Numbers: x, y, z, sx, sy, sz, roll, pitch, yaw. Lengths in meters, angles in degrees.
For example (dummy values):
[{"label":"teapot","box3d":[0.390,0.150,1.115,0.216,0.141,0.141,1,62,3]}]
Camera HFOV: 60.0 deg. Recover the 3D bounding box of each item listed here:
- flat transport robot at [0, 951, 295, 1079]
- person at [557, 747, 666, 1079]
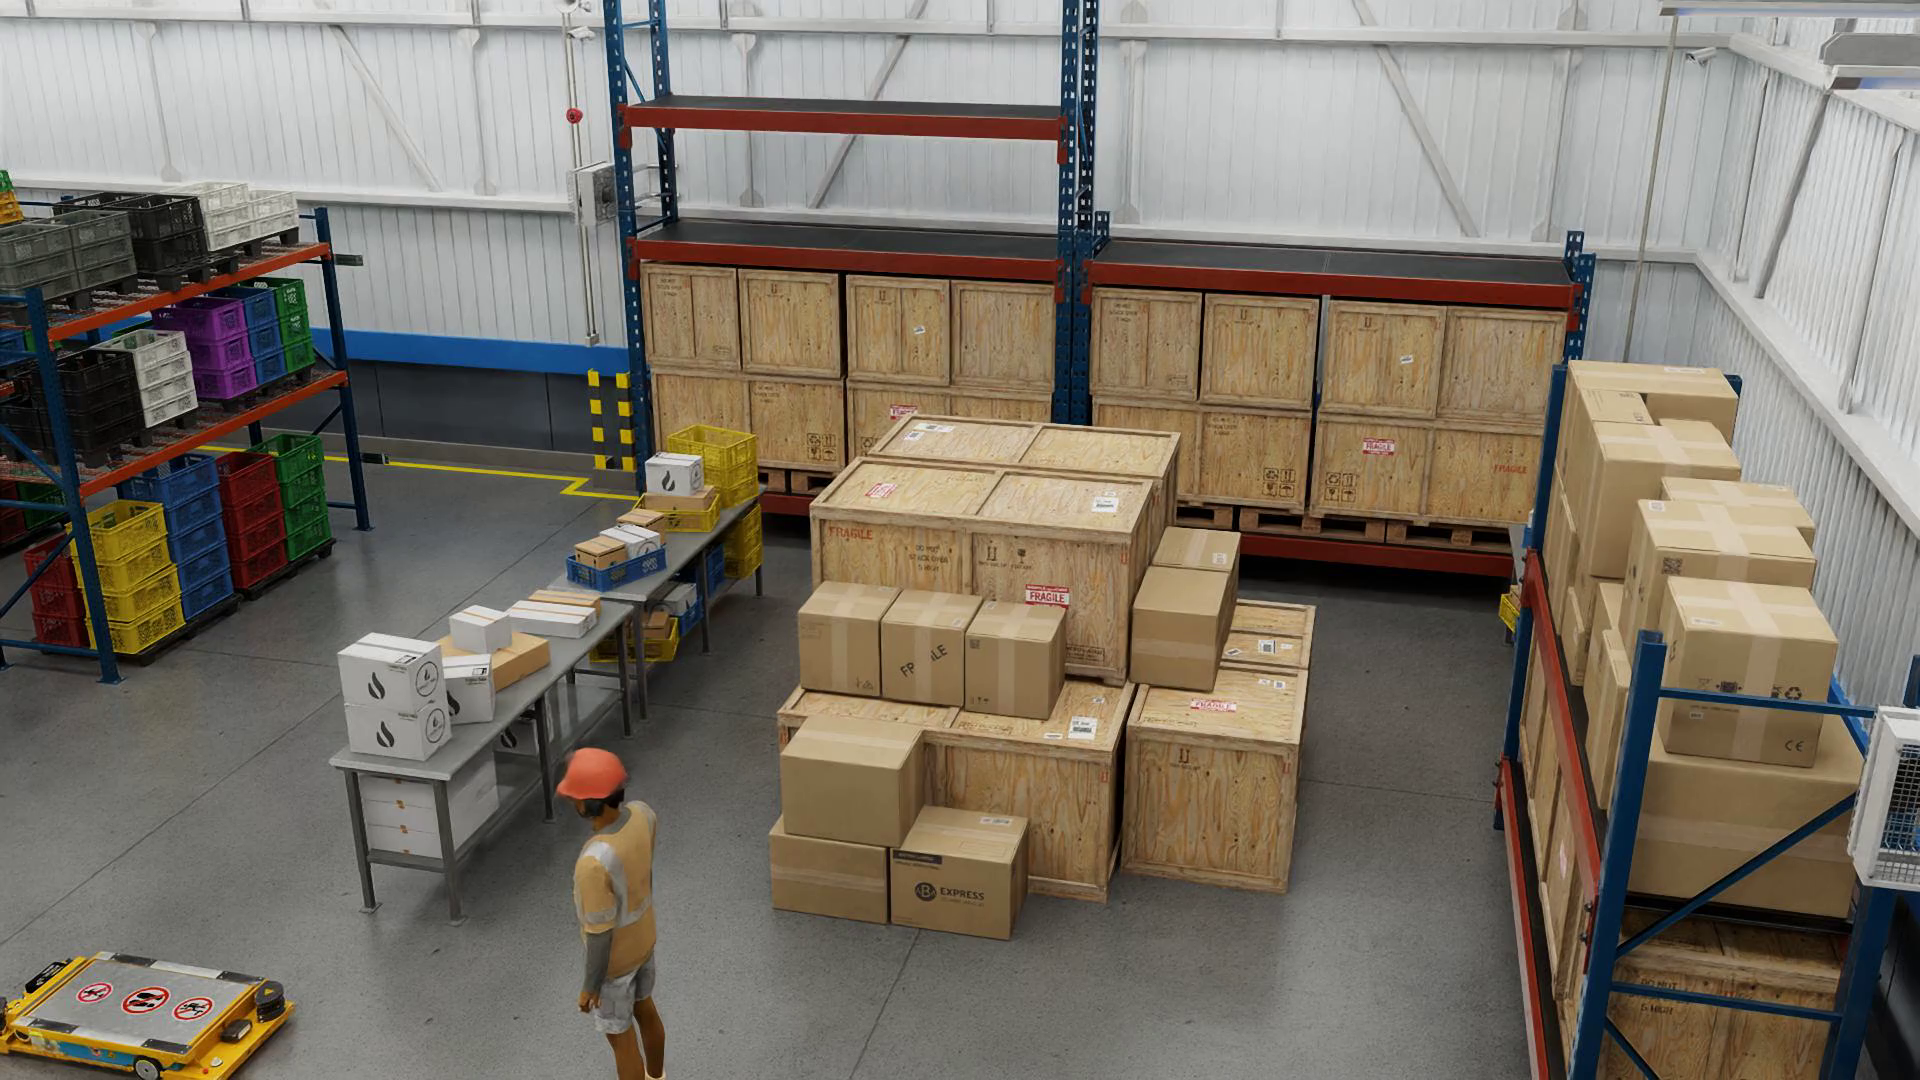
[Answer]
[{"label":"flat transport robot","box3d":[-4.270,2.464,8.601,1.431,0.231,0.659,5,22,13]},{"label":"person","box3d":[-1.596,1.872,7.665,0.376,2.044,0.604,5,21,13]}]
